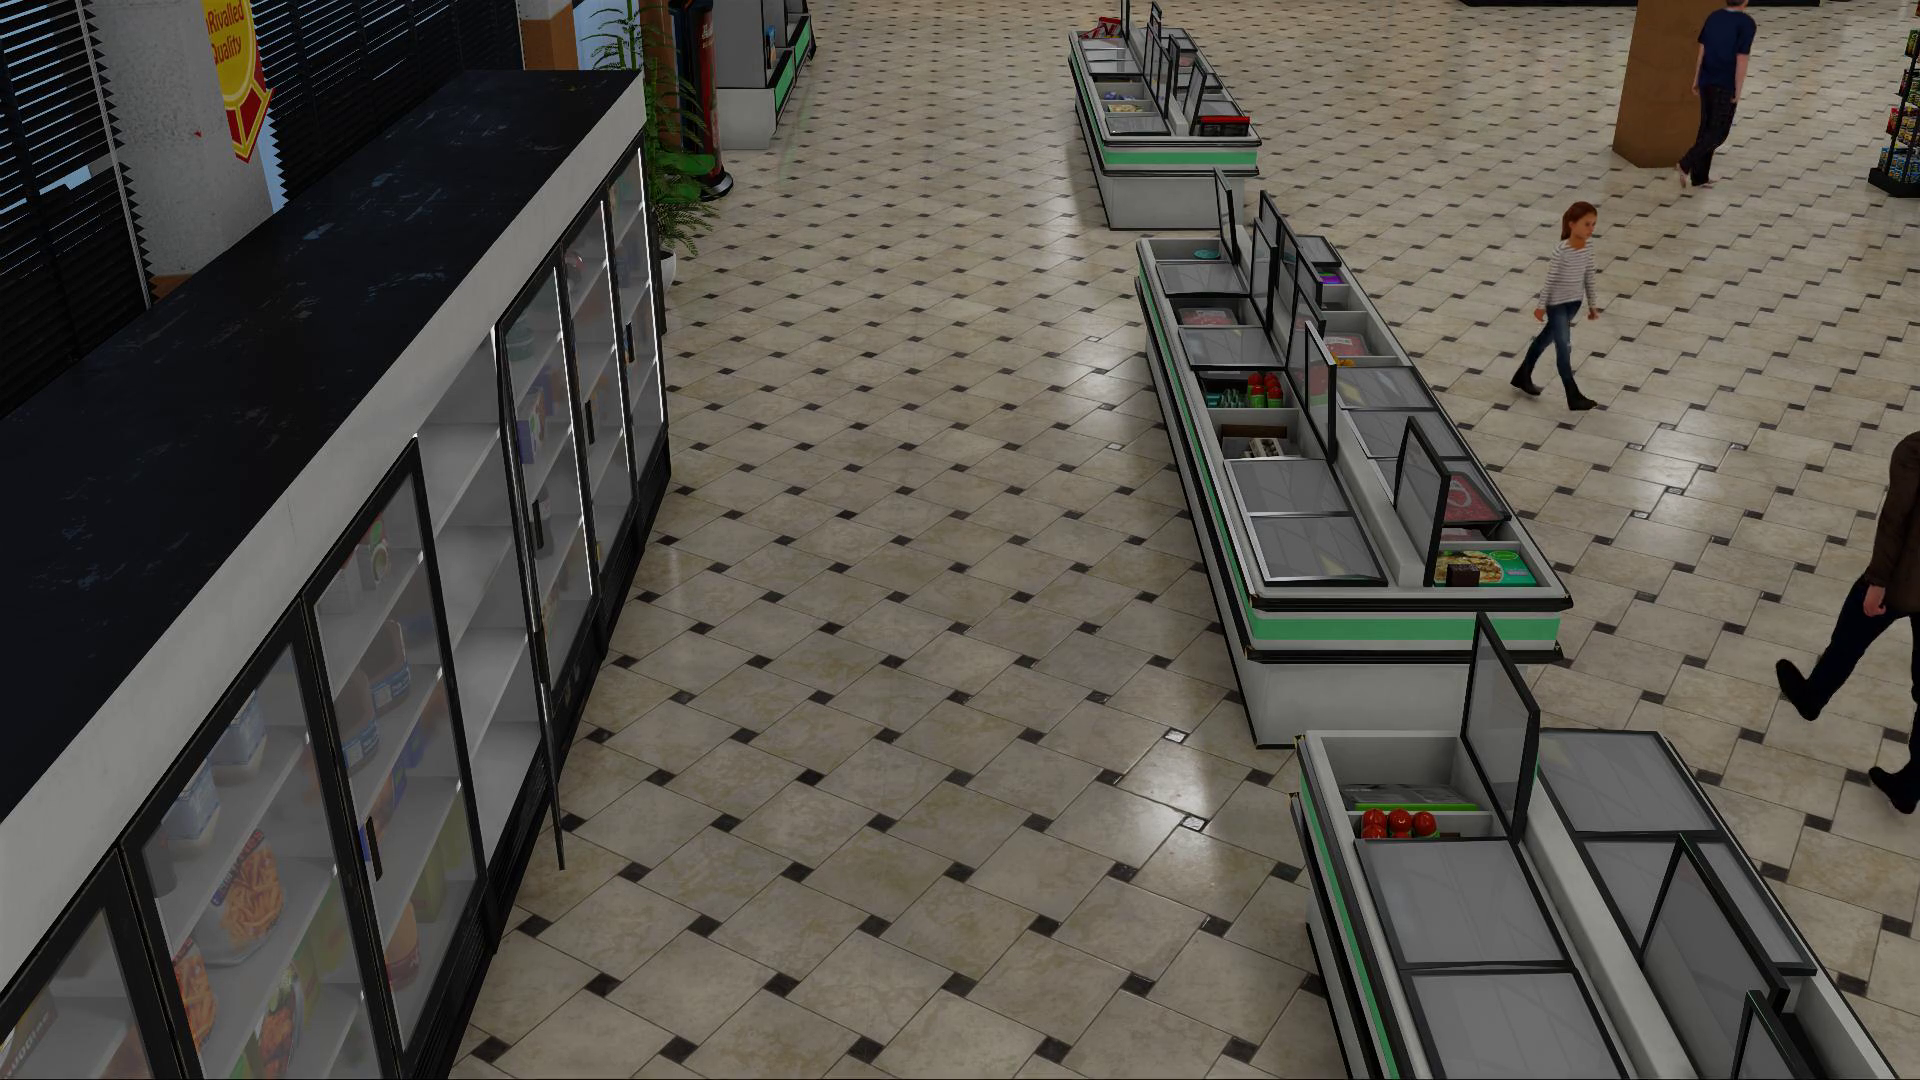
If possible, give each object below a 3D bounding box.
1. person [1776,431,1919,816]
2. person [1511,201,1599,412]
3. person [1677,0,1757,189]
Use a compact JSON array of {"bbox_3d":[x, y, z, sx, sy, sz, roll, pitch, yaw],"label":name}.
[{"bbox_3d":[3.765,0.211,6.451,0.707,1.835,1.155,-2,27,-4],"label":"person"},{"bbox_3d":[3.706,-1.470,10.374,0.752,1.285,0.961,-13,30,-24],"label":"person"},{"bbox_3d":[6.660,-3.994,14.725,1.012,1.851,1.040,-15,30,-27],"label":"person"}]
